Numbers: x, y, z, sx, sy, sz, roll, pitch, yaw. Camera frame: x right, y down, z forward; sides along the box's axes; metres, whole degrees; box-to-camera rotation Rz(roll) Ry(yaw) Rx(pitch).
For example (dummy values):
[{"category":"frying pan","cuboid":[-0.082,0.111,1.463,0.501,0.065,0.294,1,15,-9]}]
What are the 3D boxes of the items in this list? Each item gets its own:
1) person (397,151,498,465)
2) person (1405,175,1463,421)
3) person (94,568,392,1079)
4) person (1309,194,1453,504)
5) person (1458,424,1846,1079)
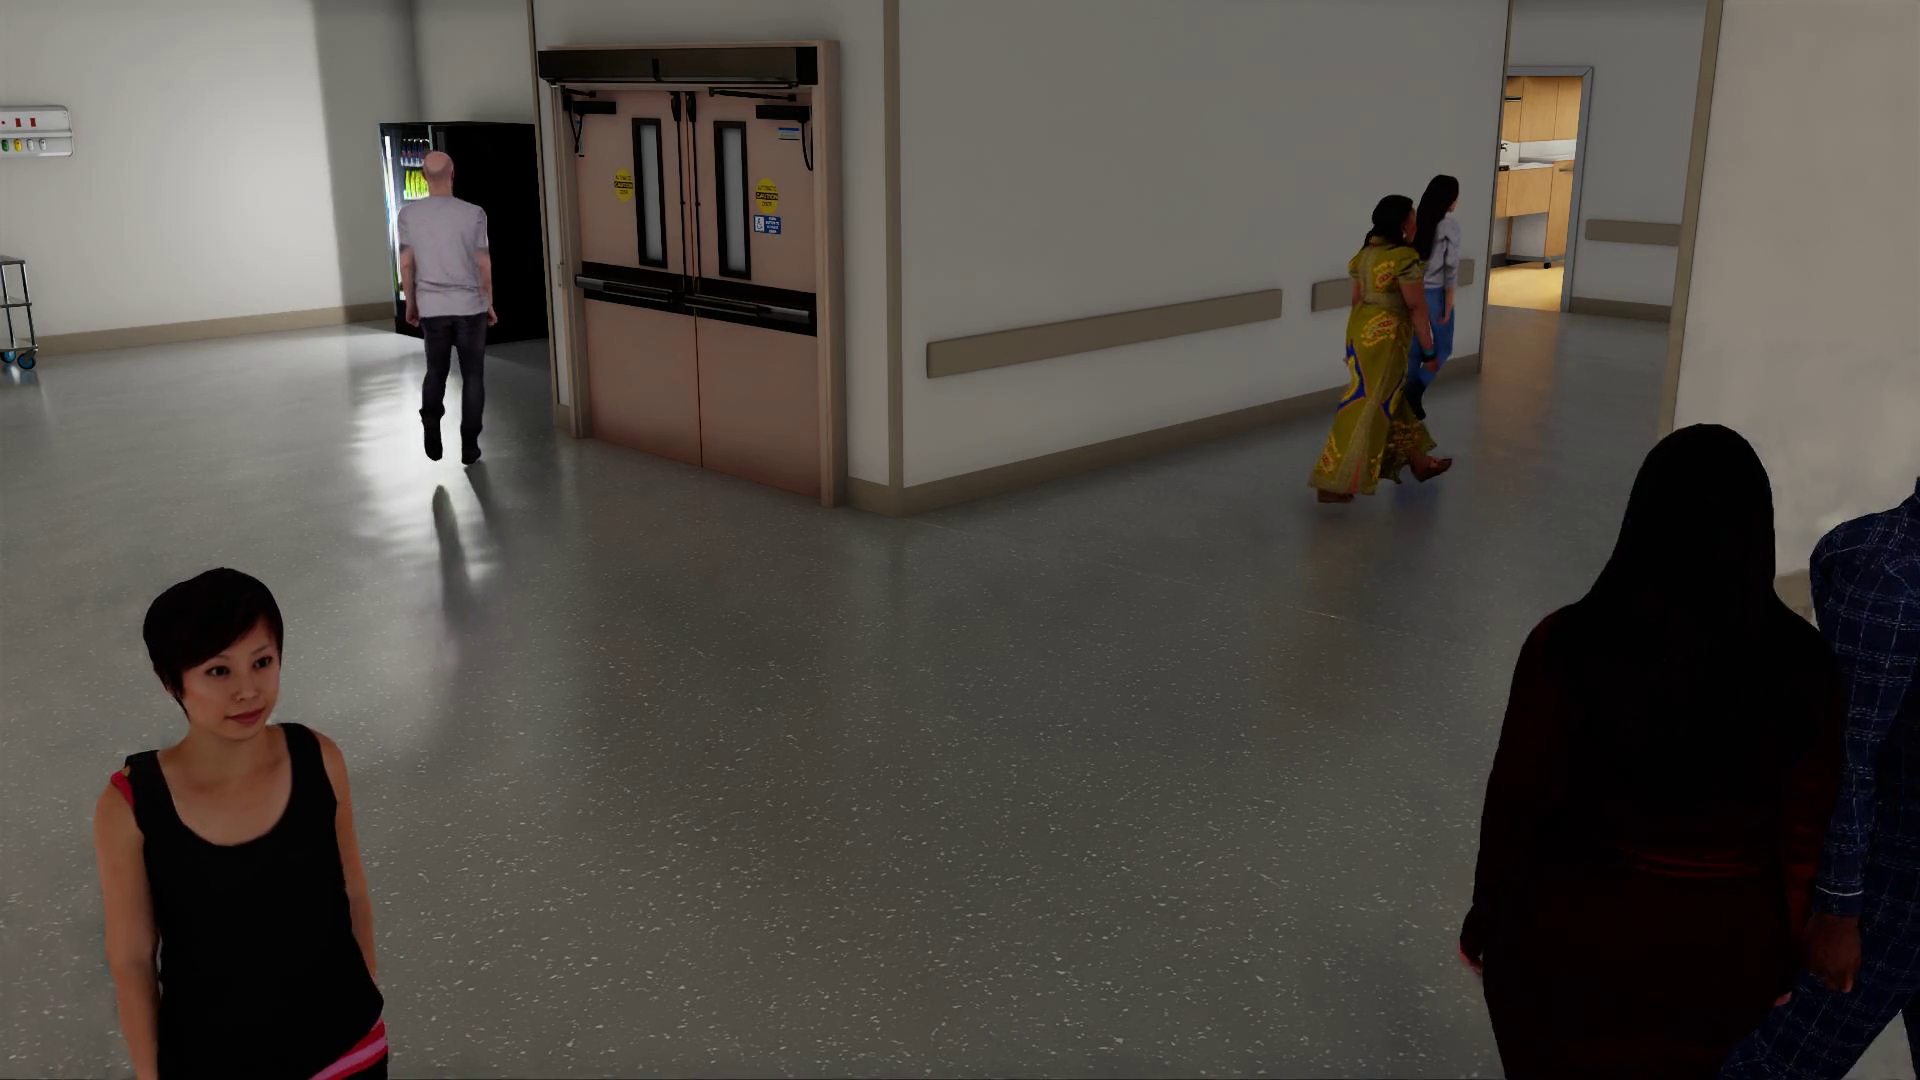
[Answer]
[{"category":"person","cuboid":[-2.961,-1.309,9.629,0.921,1.817,0.995,-1,16,-5]},{"category":"person","cuboid":[2.992,-1.543,10.817,0.703,1.622,0.594,-14,21,-40]},{"category":"person","cuboid":[-1.161,0.783,2.722,0.556,1.537,0.801,-14,21,-41]},{"category":"person","cuboid":[2.147,-0.955,8.765,1.185,1.603,1.310,-5,17,-19]},{"category":"person","cuboid":[1.106,0.709,2.611,0.823,1.741,0.875,-2,16,-7]}]
